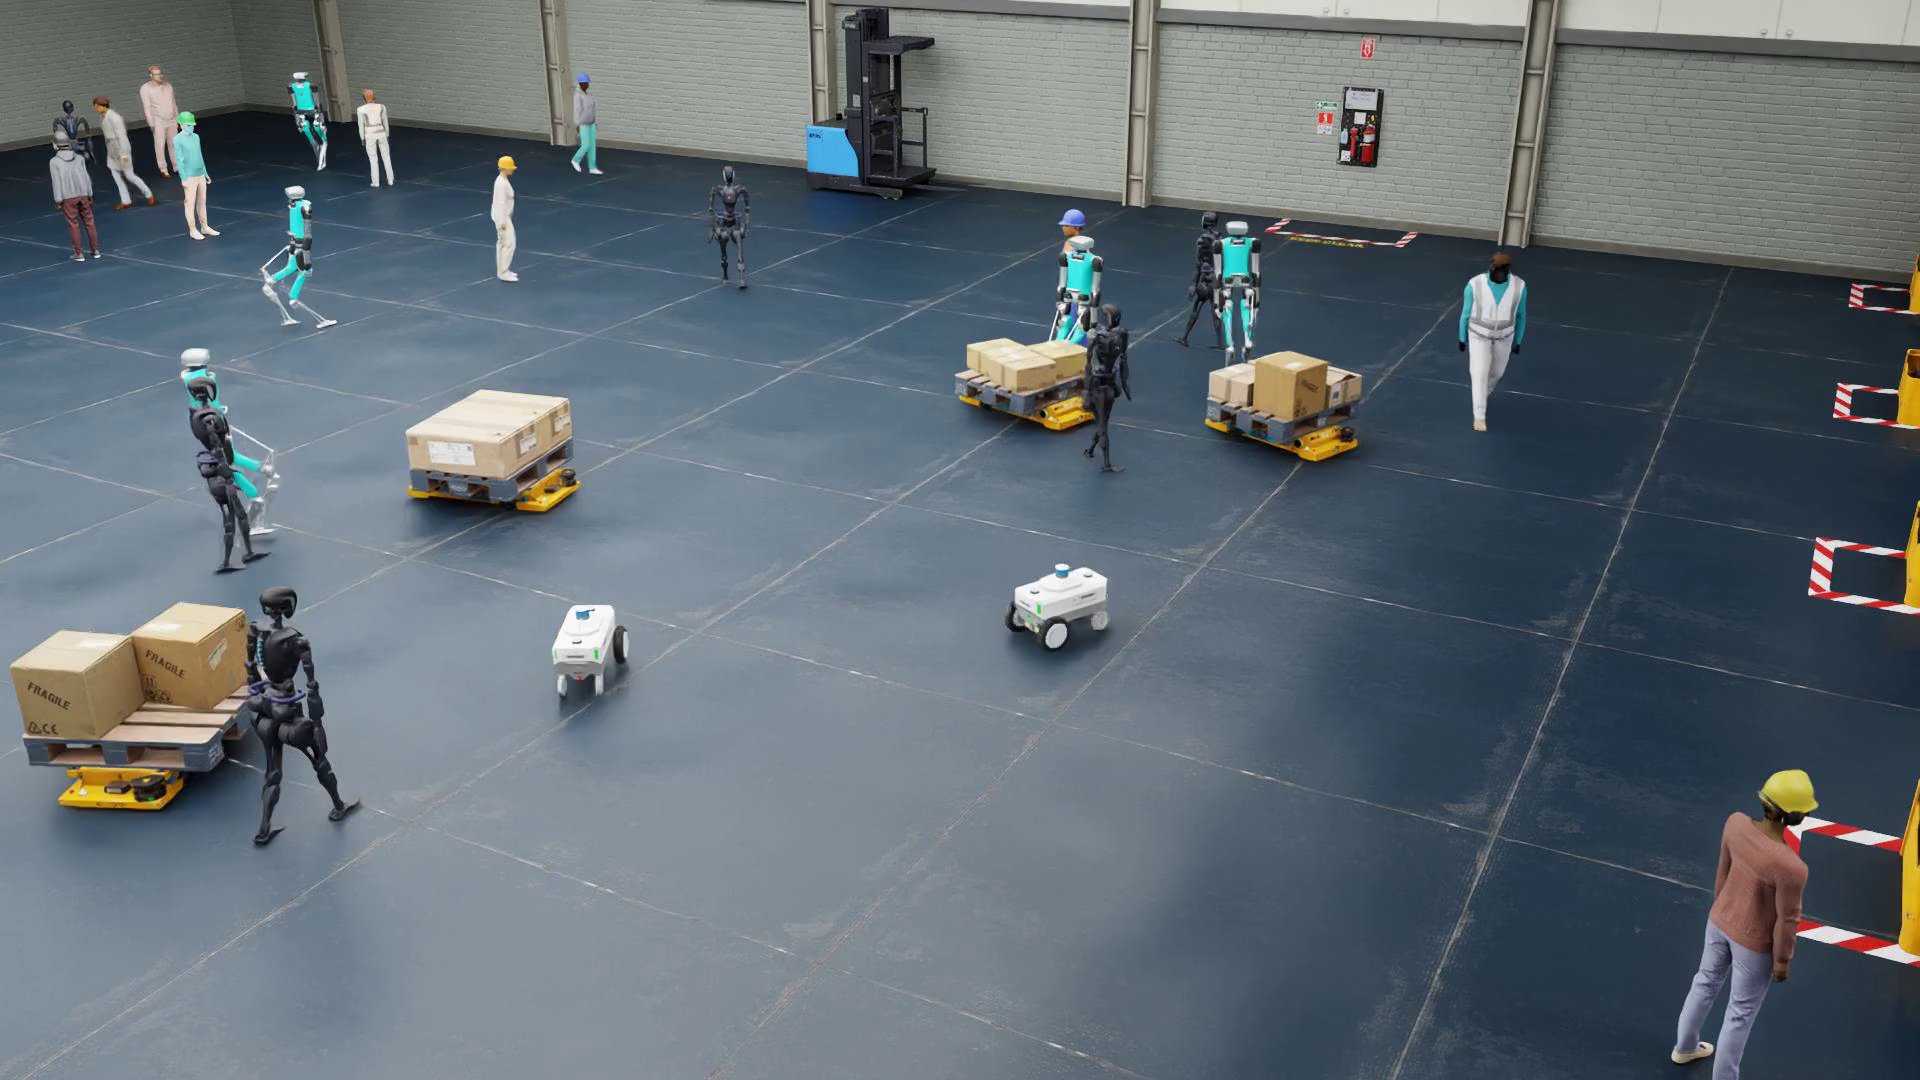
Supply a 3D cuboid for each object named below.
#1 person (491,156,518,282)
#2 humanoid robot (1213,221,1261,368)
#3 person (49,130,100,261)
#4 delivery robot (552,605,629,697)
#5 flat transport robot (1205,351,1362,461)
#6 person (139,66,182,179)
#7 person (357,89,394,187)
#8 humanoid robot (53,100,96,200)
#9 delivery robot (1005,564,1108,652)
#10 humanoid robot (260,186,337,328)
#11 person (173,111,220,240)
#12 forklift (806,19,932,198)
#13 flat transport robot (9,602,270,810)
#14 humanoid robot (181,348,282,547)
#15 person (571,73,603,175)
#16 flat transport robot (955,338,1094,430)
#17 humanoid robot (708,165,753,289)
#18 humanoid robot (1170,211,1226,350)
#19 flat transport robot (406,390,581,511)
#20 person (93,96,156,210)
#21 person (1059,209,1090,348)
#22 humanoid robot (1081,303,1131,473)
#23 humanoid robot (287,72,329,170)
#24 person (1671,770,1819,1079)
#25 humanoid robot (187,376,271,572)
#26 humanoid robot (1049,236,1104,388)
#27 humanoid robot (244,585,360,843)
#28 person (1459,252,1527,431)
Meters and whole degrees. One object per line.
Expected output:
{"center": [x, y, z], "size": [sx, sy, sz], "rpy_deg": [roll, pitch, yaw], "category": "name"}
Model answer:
{"center": [-6.136, -4.344, 22.493], "size": [0.400, 1.675, 0.511], "rpy_deg": [-6, 24, -14], "category": "person"}
{"center": [3.049, -2.505, 18.238], "size": [0.538, 1.854, 0.776], "rpy_deg": [0, 23, 0], "category": "humanoid robot"}
{"center": [-12.550, -4.875, 23.552], "size": [0.370, 1.816, 0.539], "rpy_deg": [17, 28, 34], "category": "person"}
{"center": [-2.708, 0.749, 12.034], "size": [0.499, 0.577, 0.769], "rpy_deg": [-1, 23, -1], "category": "delivery robot"}
{"center": [3.272, -1.140, 16.816], "size": [0.659, 0.231, 1.431], "rpy_deg": [-19, 30, -37], "category": "flat transport robot"}
{"center": [-13.941, -7.329, 29.152], "size": [0.410, 1.909, 0.638], "rpy_deg": [12, 26, 26], "category": "person"}
{"center": [-9.973, -6.859, 28.395], "size": [0.521, 1.636, 0.308], "rpy_deg": [-15, 28, -32], "category": "person"}
{"center": [-14.397, -6.289, 27.020], "size": [0.598, 1.647, 0.447], "rpy_deg": [-12, 26, -26], "category": "humanoid robot"}
{"center": [0.755, 0.484, 12.681], "size": [0.787, 0.599, 0.499], "rpy_deg": [-16, 28, -32], "category": "delivery robot"}
{"center": [-8.129, -3.356, 20.132], "size": [0.884, 1.778, 0.543], "rpy_deg": [-18, 29, -36], "category": "humanoid robot"}
{"center": [-11.425, -5.438, 24.800], "size": [0.367, 1.867, 0.515], "rpy_deg": [8, 25, 18], "category": "person"}
{"center": [-1.573, -7.292, 27.850], "size": [1.873, 2.768, 1.129], "rpy_deg": [12, 26, 25], "category": "forklift"}
{"center": [-5.297, 1.336, 11.052], "size": [0.659, 0.231, 1.431], "rpy_deg": [1, 23, 3], "category": "flat transport robot"}
{"center": [-6.089, -0.773, 14.122], "size": [0.726, 1.798, 0.534], "rpy_deg": [-8, 25, -19], "category": "humanoid robot"}
{"center": [-6.616, -7.328, 29.316], "size": [0.439, 1.761, 0.565], "rpy_deg": [9, 25, 20], "category": "person"}
{"center": [0.725, -1.473, 17.591], "size": [1.431, 0.231, 0.659], "rpy_deg": [21, 31, 40], "category": "flat transport robot"}
{"center": [-3.060, -4.152, 22.094], "size": [0.589, 1.624, 0.784], "rpy_deg": [-7, 24, -16], "category": "humanoid robot"}
{"center": [2.858, -3.055, 19.504], "size": [0.661, 1.638, 0.587], "rpy_deg": [16, 28, 33], "category": "humanoid robot"}
{"center": [-4.305, -0.528, 15.393], "size": [1.431, 0.231, 0.659], "rpy_deg": [7, 24, 15], "category": "flat transport robot"}
{"center": [-13.459, -6.249, 26.778], "size": [0.525, 1.805, 0.622], "rpy_deg": [14, 27, 29], "category": "person"}
{"center": [1.249, -2.703, 18.377], "size": [0.365, 1.911, 0.521], "rpy_deg": [-8, 25, -19], "category": "person"}
{"center": [1.391, -1.461, 15.825], "size": [0.590, 1.641, 0.652], "rpy_deg": [-19, 30, -37], "category": "humanoid robot"}
{"center": [-11.530, -7.433, 29.705], "size": [0.551, 1.875, 0.839], "rpy_deg": [0, 23, -1], "category": "humanoid robot"}
{"center": [3.776, 1.870, 7.930], "size": [0.344, 1.759, 0.517], "rpy_deg": [-6, 24, -15], "category": "person"}
{"center": [-6.036, -0.555, 13.673], "size": [0.409, 1.652, 0.590], "rpy_deg": [-13, 26, -27], "category": "humanoid robot"}
{"center": [1.134, -2.270, 17.654], "size": [0.537, 1.809, 0.777], "rpy_deg": [17, 28, 34], "category": "humanoid robot"}
{"center": [-4.072, 1.019, 10.054], "size": [0.617, 1.636, 0.645], "rpy_deg": [12, 26, 25], "category": "humanoid robot"}
{"center": [5.449, -2.093, 17.089], "size": [0.637, 1.814, 0.848], "rpy_deg": [3, 23, 6], "category": "person"}
